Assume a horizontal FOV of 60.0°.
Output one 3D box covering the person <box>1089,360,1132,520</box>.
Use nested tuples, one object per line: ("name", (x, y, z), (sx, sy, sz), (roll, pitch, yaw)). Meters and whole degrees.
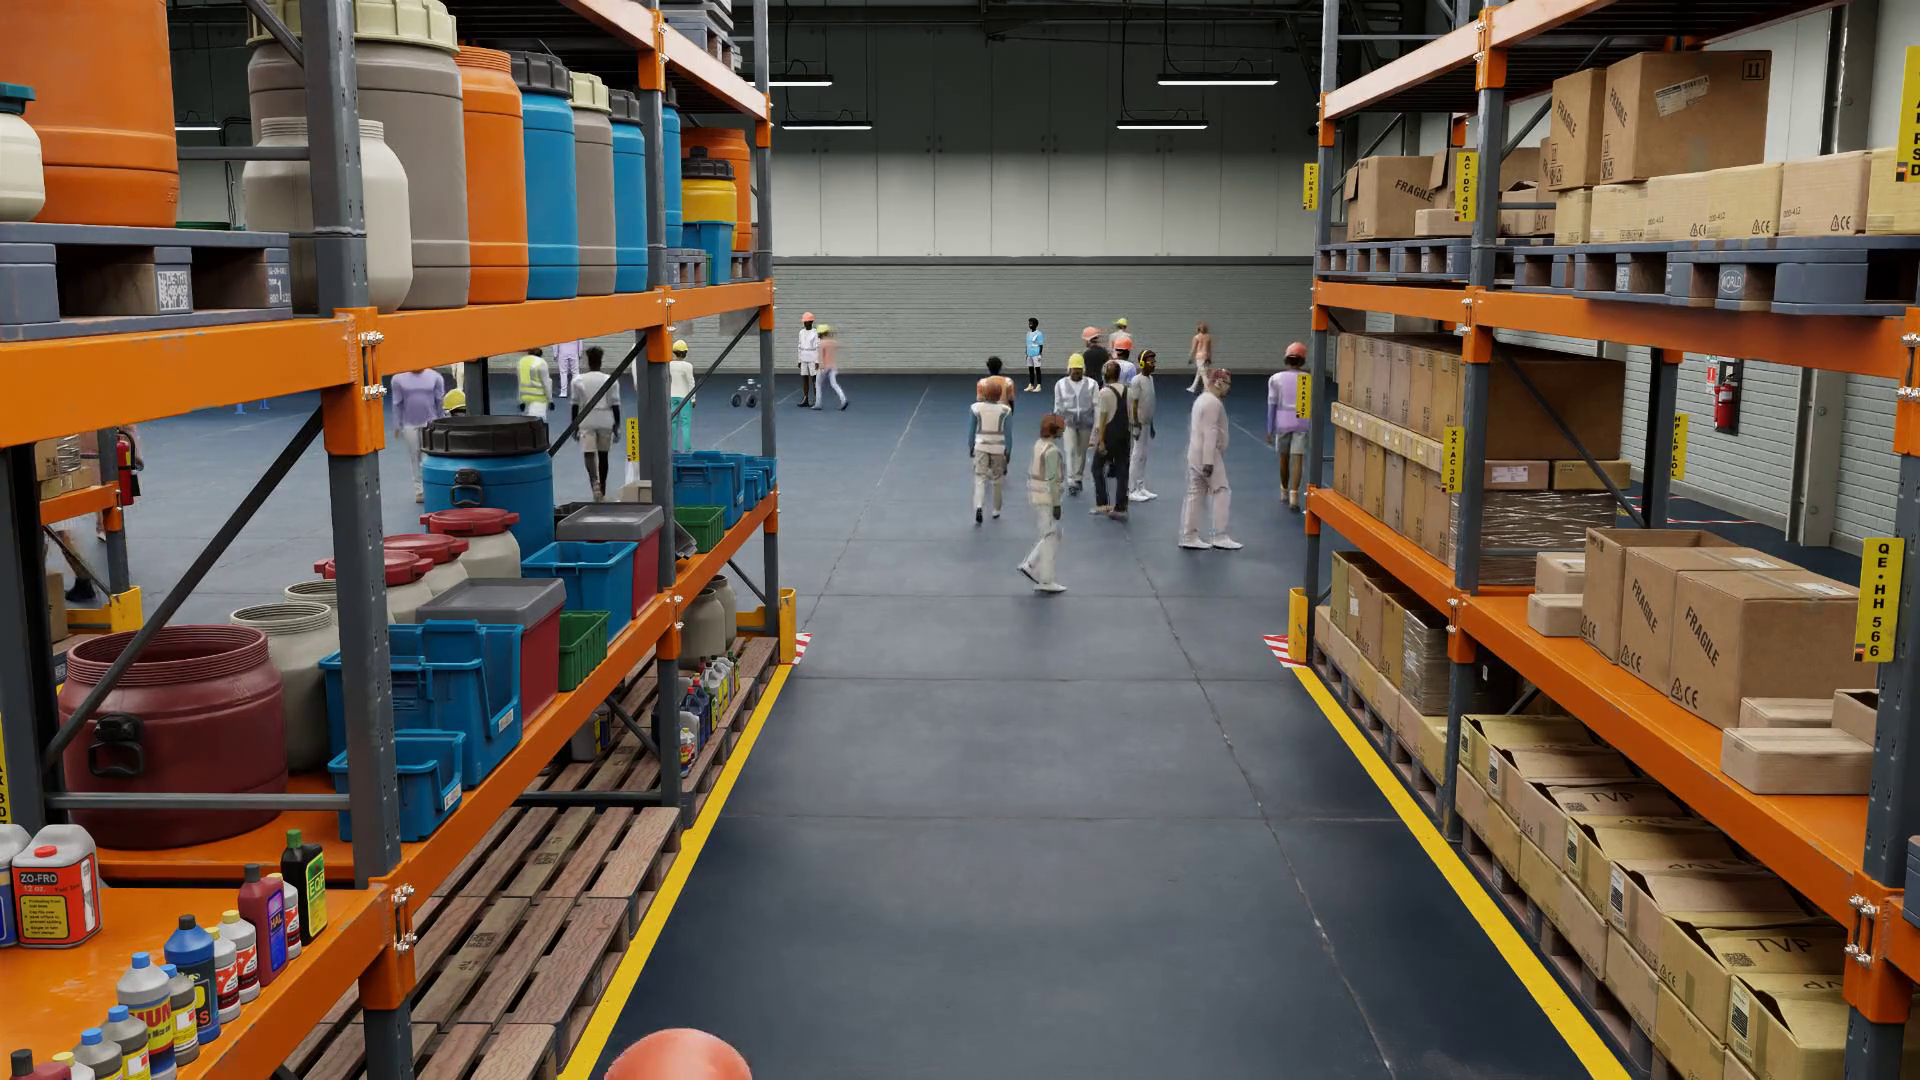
("person", (1.744, -1.166, 19.259), (0.515, 1.821, 0.589), (-6, 11, -34))

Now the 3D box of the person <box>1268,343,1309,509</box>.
("person", (4.031, -1.382, 20.115), (0.631, 1.991, 1.078), (2, 10, 15))

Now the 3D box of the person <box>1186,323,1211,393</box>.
("person", (5.322, -4.023, 37.050), (0.532, 1.591, 0.853), (-8, 12, -40))

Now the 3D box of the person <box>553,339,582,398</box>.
("person", (-8.622, -4.084, 36.524), (0.642, 1.905, 0.399), (-4, 10, -24))

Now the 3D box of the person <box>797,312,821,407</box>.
("person", (-3.103, -3.700, 34.108), (0.545, 1.942, 0.349), (6, 11, 31))

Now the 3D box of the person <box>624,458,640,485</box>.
("person", (-2.610, -0.144, 13.613), (0.541, 1.673, 0.641), (7, 12, 35))

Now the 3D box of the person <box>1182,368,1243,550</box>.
("person", (2.631, -0.830, 17.172), (0.730, 1.861, 0.694), (-1, 10, -7))

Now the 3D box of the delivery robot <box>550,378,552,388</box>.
("delivery robot", (-9.374, -3.495, 36.870), (0.707, 0.478, 0.477), (9, 13, 42))

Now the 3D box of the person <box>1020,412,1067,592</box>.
("person", (0.813, -0.340, 14.913), (0.366, 1.622, 0.542), (-2, 10, -12))

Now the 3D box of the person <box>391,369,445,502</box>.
("person", (-6.622, -1.391, 20.355), (0.627, 1.912, 0.757), (-2, 10, -14))

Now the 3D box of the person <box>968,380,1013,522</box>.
("person", (0.340, -1.022, 19.060), (0.522, 1.610, 0.786), (1, 10, 6))

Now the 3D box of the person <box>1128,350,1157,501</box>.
("person", (2.301, -1.434, 20.763), (0.323, 1.866, 0.518), (6, 11, 30))

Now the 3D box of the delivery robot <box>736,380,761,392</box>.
("delivery robot", (-4.320, -3.195, 34.294), (0.335, 0.223, 0.698), (6, 12, 34))

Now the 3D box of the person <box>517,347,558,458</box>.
("person", (-6.420, -2.106, 24.952), (0.625, 1.814, 0.827), (9, 13, 43))

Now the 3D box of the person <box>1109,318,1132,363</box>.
("person", (3.478, -3.982, 36.380), (0.531, 1.754, 0.553), (6, 11, 31))

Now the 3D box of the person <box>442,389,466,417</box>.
("person", (-4.440, -0.425, 14.815), (0.404, 1.829, 0.600), (7, 12, 38))

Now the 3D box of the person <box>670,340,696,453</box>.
("person", (-4.258, -2.169, 25.450), (0.527, 1.772, 0.306), (6, 11, 30))

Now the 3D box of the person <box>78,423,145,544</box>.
("person", (-8.891, -0.853, 17.324), (1.010, 1.853, 0.646), (7, 12, 37))

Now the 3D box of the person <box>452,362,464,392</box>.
("person", (-9.686, -3.293, 32.610), (0.521, 1.627, 0.461), (-1, 10, -8))

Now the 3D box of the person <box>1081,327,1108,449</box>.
("person", (2.273, -2.401, 26.353), (0.838, 1.951, 0.637), (8, 13, 41))

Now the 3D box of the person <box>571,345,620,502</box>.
("person", (-4.481, -1.429, 20.519), (0.598, 1.936, 0.840), (-3, 10, -19))

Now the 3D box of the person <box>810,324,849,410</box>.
("person", (-2.628, -3.455, 33.258), (0.844, 1.729, 0.528), (6, 11, 33))

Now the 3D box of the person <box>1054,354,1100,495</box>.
("person", (1.520, -1.500, 21.398), (0.602, 1.786, 0.935), (0, 9, -1))

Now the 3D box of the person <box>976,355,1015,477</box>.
("person", (0.486, -1.682, 22.769), (0.536, 1.681, 0.533), (0, 9, -1))

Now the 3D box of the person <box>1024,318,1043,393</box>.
("person", (1.682, -4.219, 37.946), (0.317, 1.695, 0.540), (-7, 12, -37))

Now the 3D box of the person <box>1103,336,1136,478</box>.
("person", (2.235, -1.836, 22.949), (0.543, 1.938, 0.356), (8, 12, 40))

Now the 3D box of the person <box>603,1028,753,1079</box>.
("person", (-0.336, 1.619, 2.245), (0.623, 1.955, 1.023), (-1, 10, -8))

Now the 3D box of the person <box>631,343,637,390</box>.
("person", (-5.293, -2.748, 28.472), (0.638, 1.923, 0.749), (-1, 10, -4))

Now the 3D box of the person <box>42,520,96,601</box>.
("person", (-8.075, -0.410, 14.559), (0.975, 1.881, 0.565), (0, 9, 3))
